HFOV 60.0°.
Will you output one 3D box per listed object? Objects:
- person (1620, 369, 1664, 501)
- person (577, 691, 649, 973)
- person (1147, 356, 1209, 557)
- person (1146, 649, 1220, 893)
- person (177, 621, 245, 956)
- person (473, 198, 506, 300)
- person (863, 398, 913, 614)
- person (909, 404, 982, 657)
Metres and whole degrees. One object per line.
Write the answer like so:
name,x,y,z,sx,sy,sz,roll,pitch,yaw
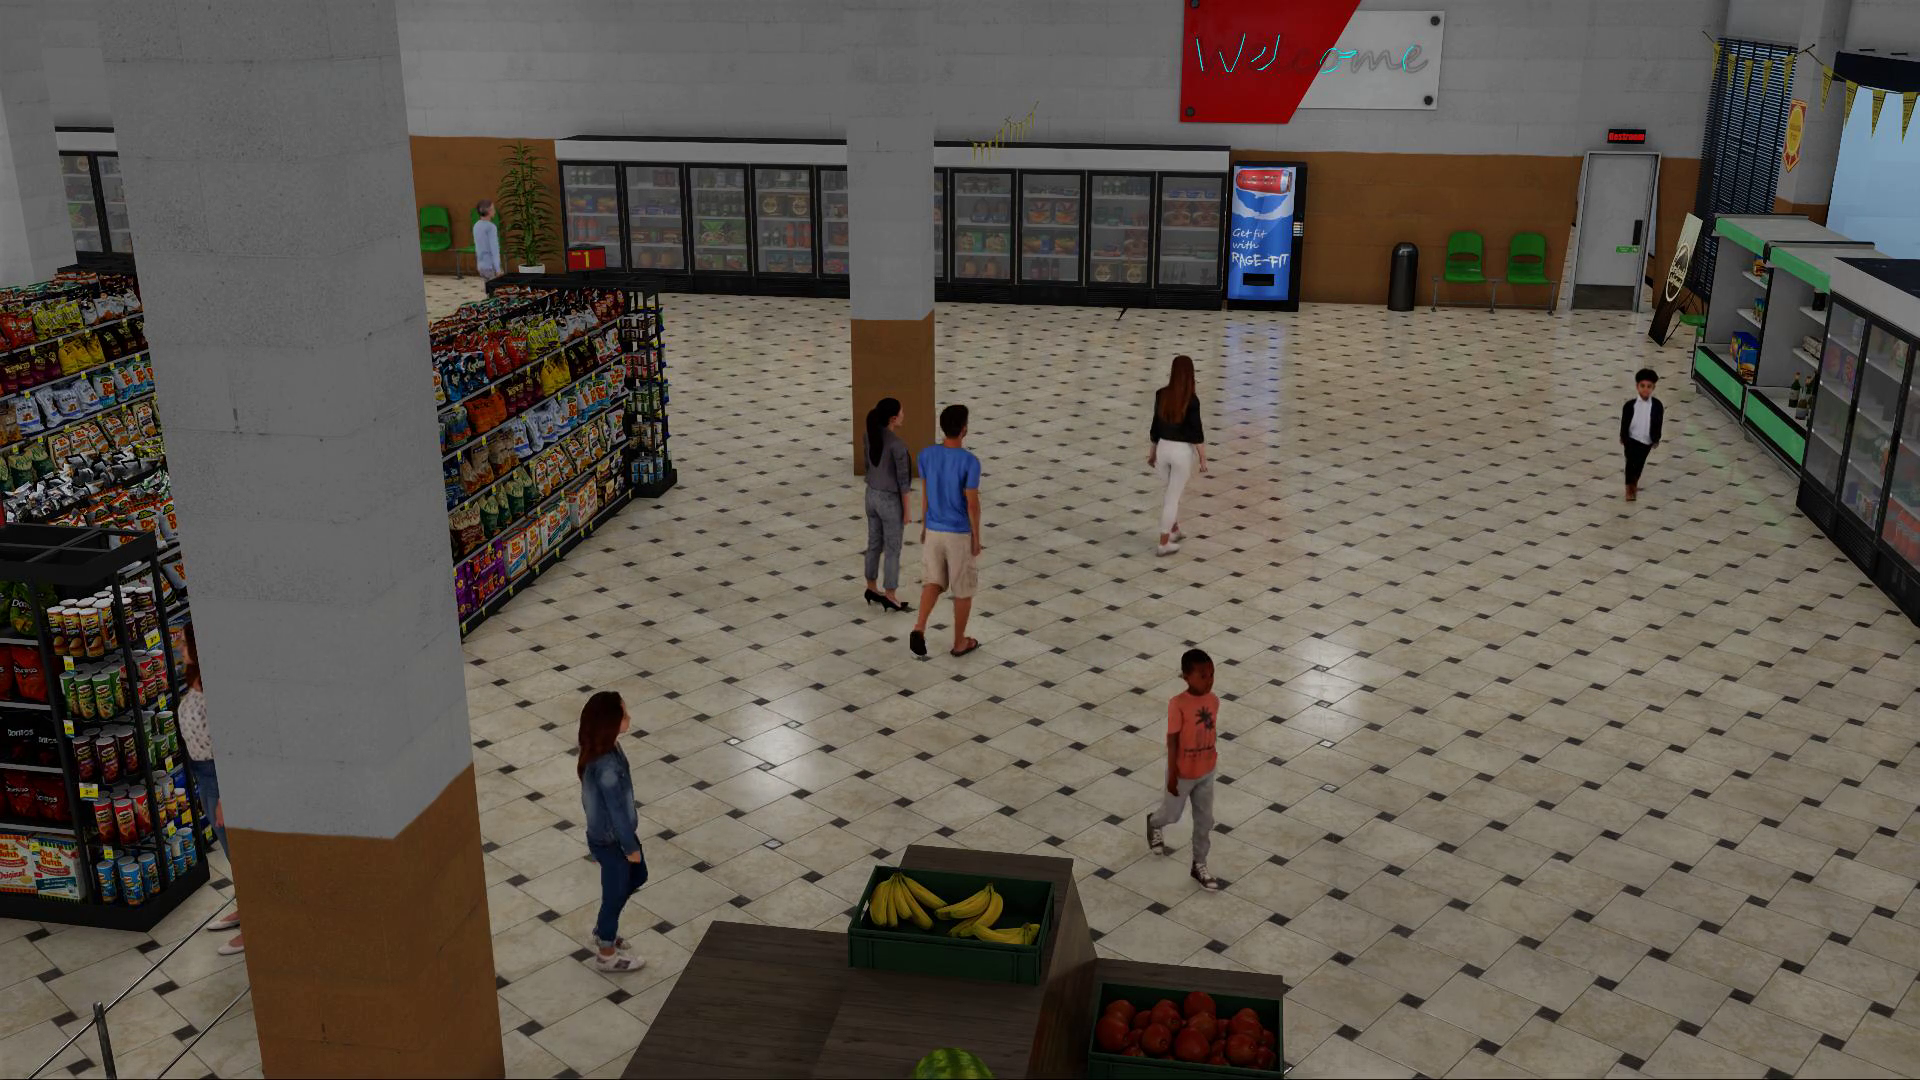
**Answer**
person,6.366,-0.998,15.577,0.554,1.200,0.838,5,19,15
person,-1.747,1.424,7.974,0.685,1.468,0.576,-4,19,-11
person,1.745,-0.682,13.873,0.837,1.691,0.915,17,25,41
person,1.198,1.195,8.922,0.731,1.296,0.908,-7,20,-19
person,-3.645,1.197,8.240,0.708,1.729,0.640,-12,22,-31
person,-6.340,-3.589,22.197,0.986,1.881,0.923,-13,23,-34
person,-0.578,-0.263,12.660,0.756,1.672,0.722,-18,25,-42
person,-0.113,-0.019,11.666,0.815,1.845,1.003,9,21,26
